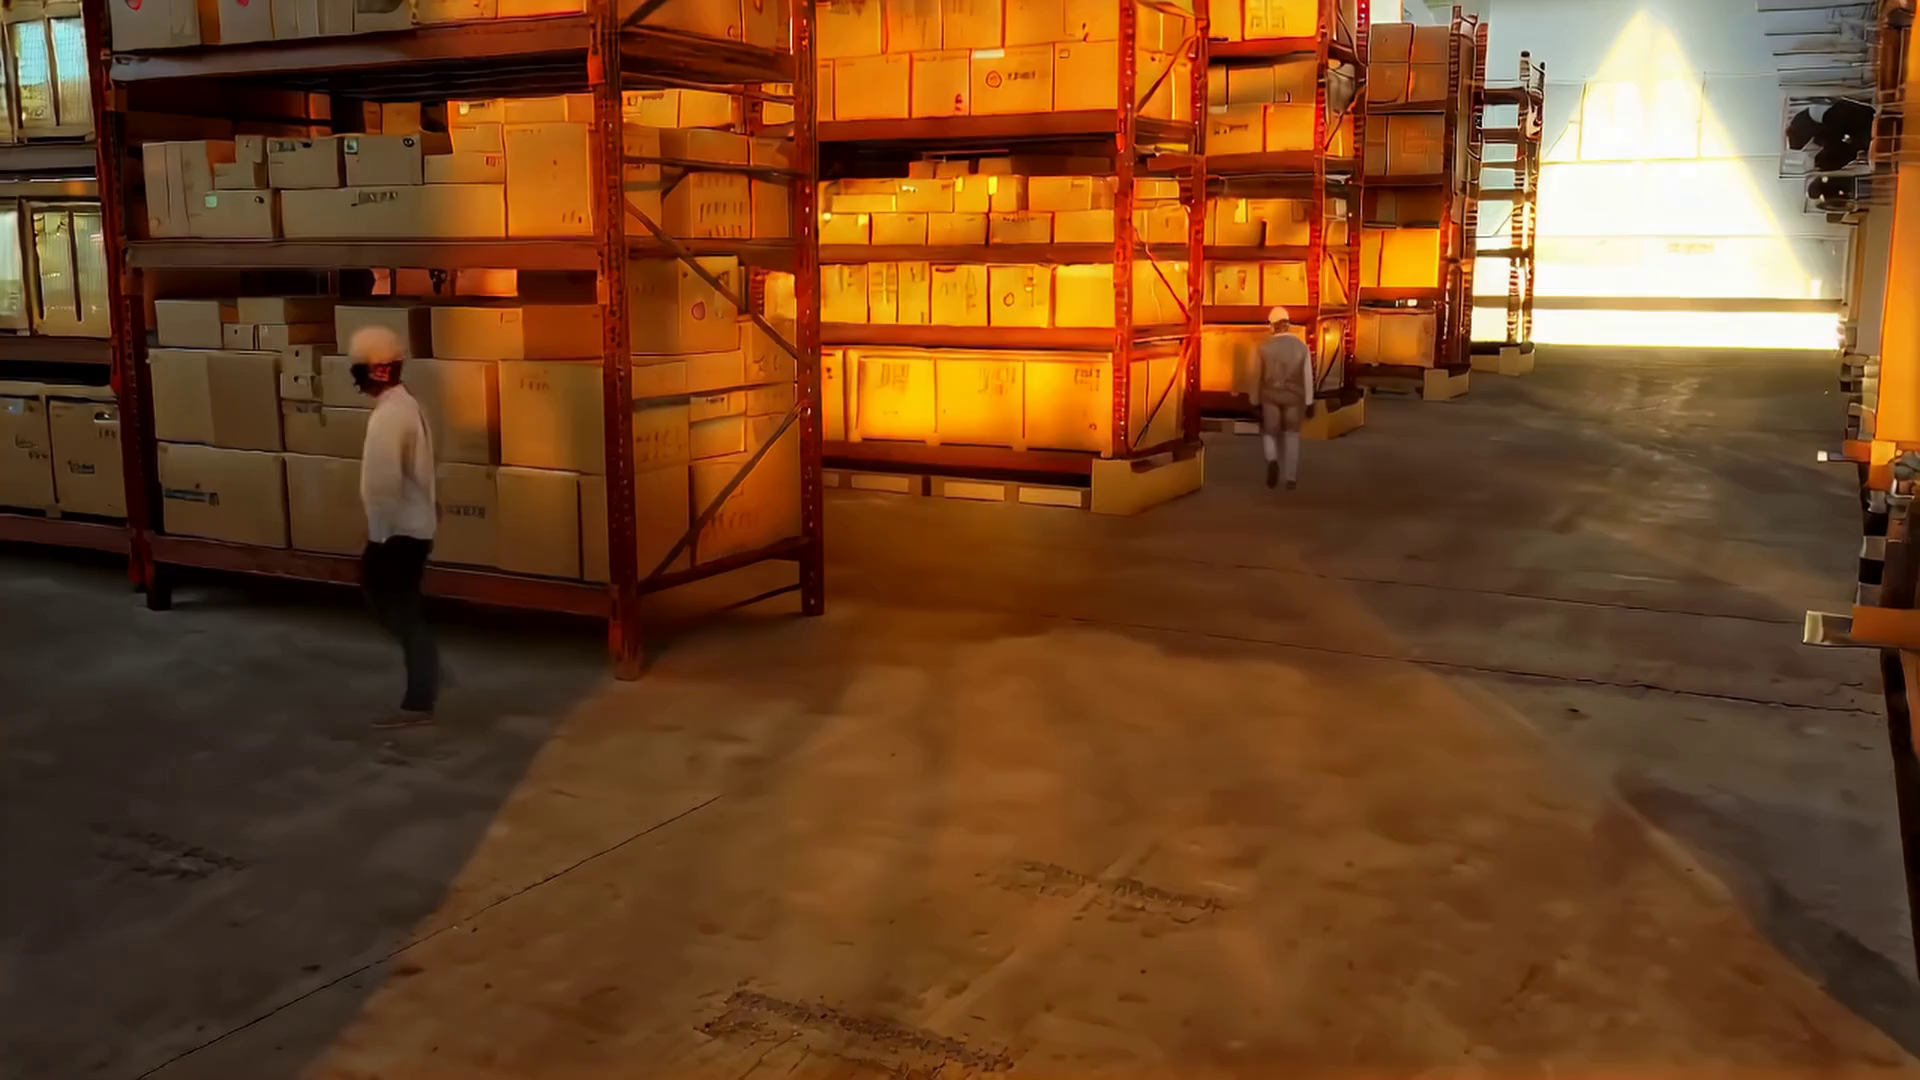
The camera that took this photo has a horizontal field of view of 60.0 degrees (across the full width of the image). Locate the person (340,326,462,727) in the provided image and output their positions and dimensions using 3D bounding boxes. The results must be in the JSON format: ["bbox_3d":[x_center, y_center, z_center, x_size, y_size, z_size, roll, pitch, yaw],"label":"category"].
[{"bbox_3d":[-2.773,-0.053,8.149,0.425,1.979,0.612,-2,10,-12],"label":"person"}]

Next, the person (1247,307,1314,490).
[{"bbox_3d":[3.150,-1.371,16.292,0.650,1.804,0.569,1,10,5],"label":"person"}]
